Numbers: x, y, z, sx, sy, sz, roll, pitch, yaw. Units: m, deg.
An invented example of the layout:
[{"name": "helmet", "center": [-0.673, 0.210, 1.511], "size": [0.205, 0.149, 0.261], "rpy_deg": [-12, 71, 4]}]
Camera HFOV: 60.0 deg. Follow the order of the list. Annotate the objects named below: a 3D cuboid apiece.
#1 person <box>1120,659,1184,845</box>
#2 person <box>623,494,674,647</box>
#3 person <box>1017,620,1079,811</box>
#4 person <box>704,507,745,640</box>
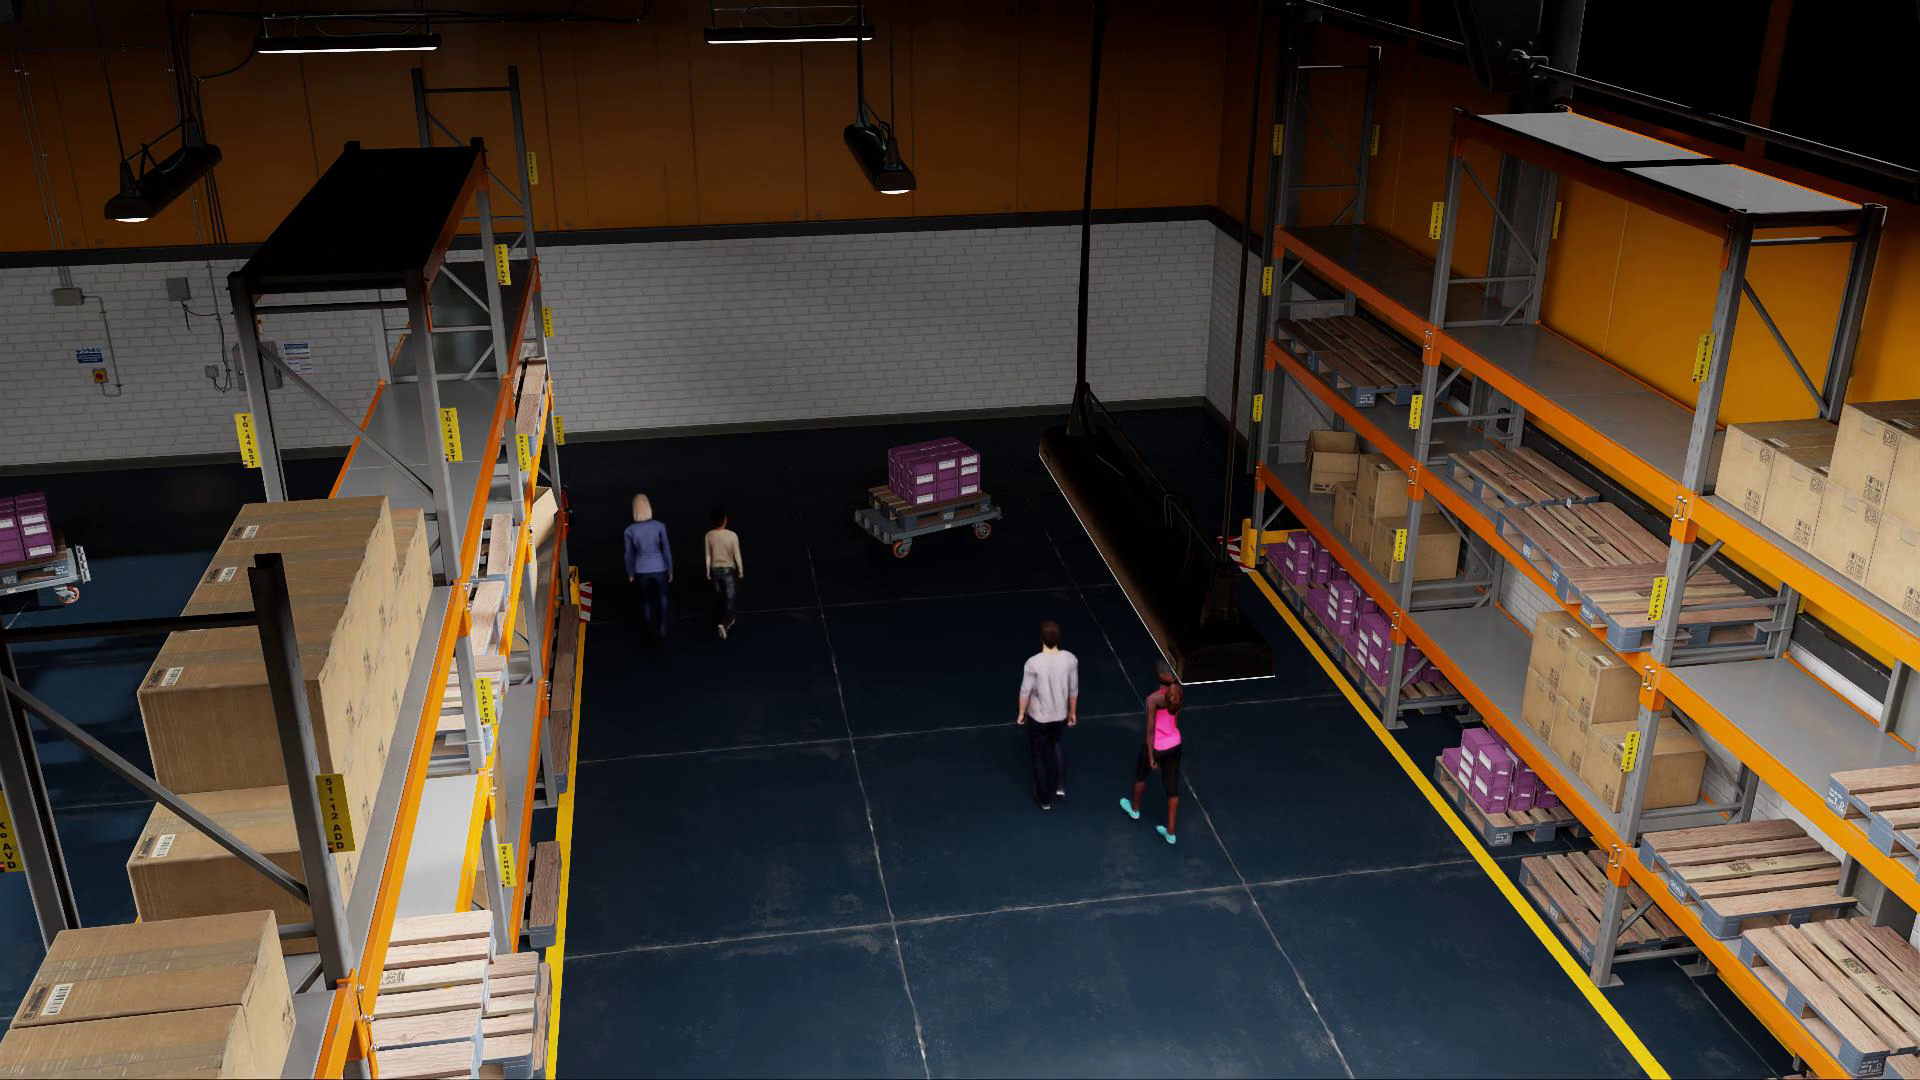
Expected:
[{"name": "person", "center": [1.801, 1.844, 14.352], "size": [0.714, 1.697, 0.987], "rpy_deg": [-10, 26, -22]}, {"name": "person", "center": [-3.294, 0.353, 17.722], "size": [0.659, 1.731, 0.612], "rpy_deg": [-5, 24, -11]}, {"name": "person", "center": [0.813, 1.587, 14.771], "size": [0.719, 1.832, 0.688], "rpy_deg": [-9, 25, -20]}, {"name": "person", "center": [-2.585, 0.384, 18.007], "size": [0.735, 1.445, 0.959], "rpy_deg": [4, 24, 9]}]
